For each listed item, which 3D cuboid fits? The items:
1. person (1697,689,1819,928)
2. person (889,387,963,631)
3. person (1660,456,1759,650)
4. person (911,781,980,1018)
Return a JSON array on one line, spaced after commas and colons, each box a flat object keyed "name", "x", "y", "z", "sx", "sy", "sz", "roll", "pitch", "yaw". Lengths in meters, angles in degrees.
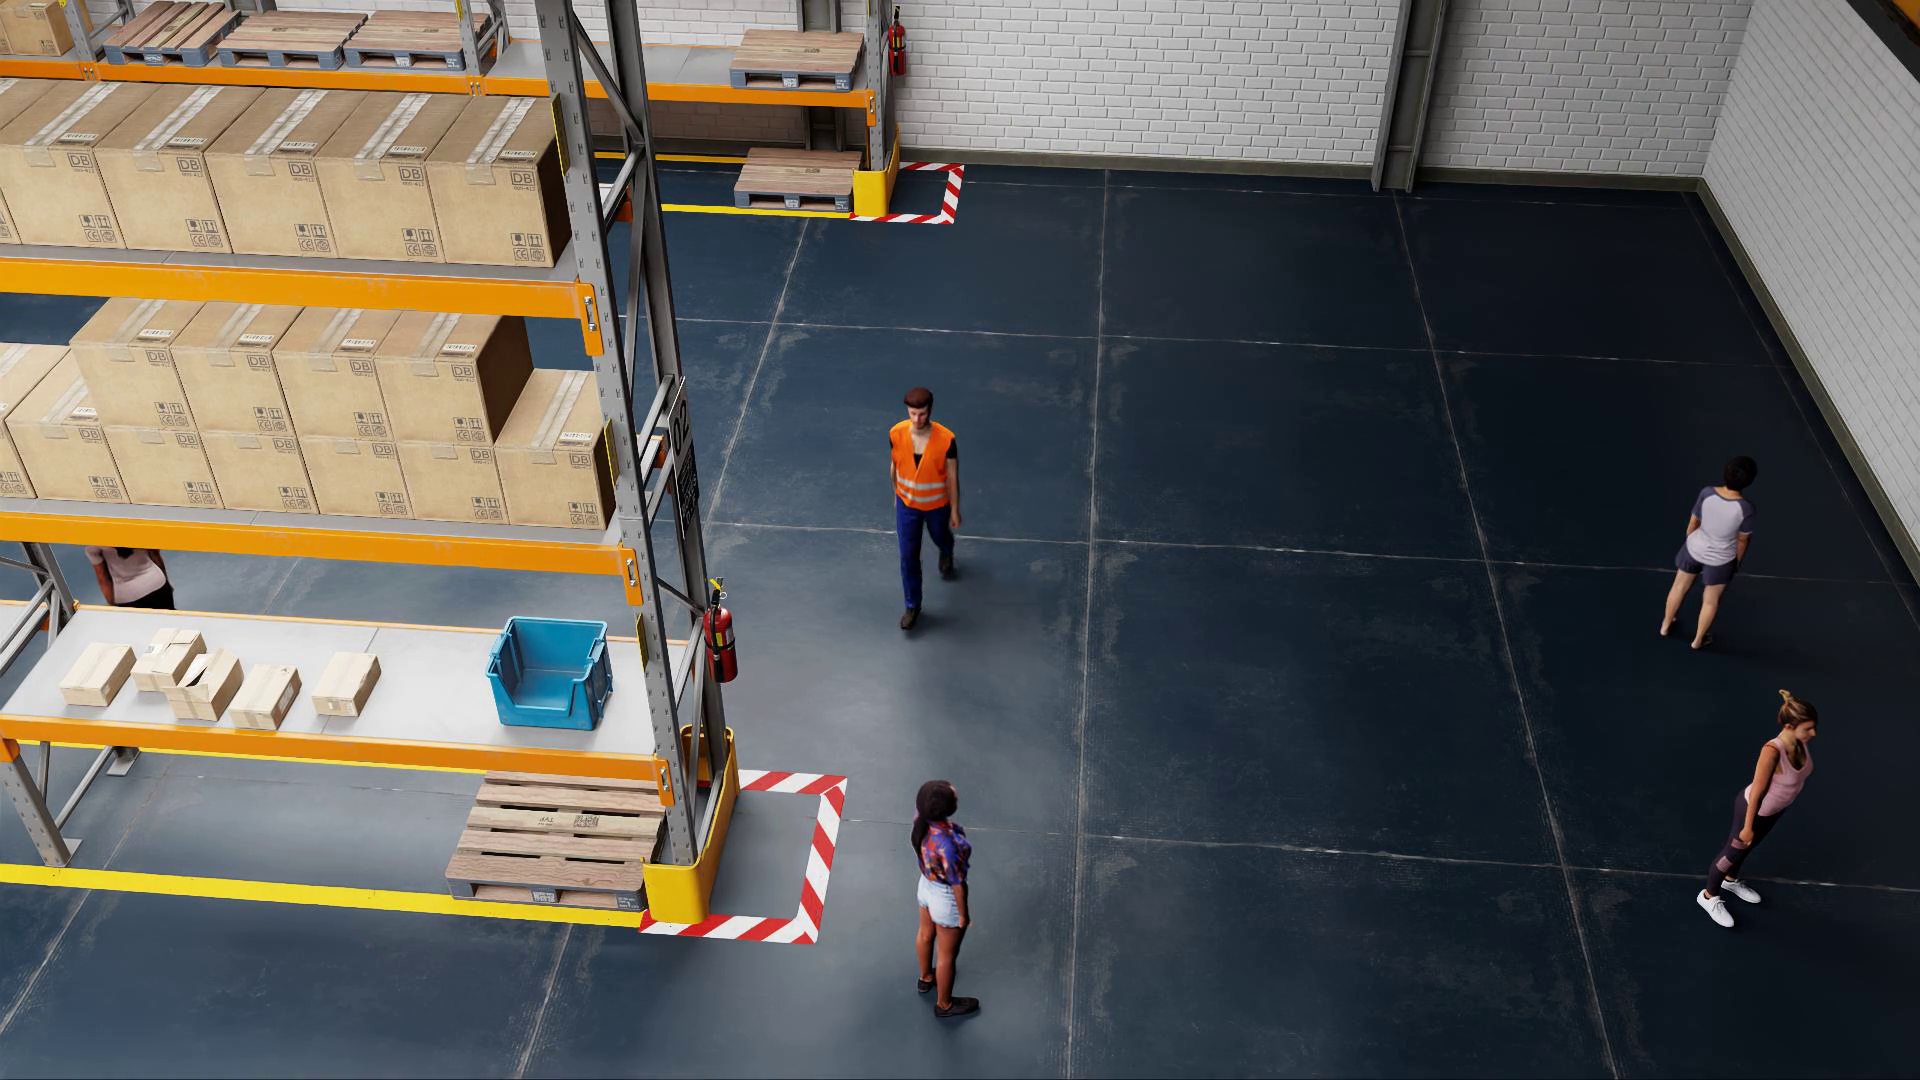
[{"name": "person", "x": 4.621, "y": 1.529, "z": 9.601, "sx": 0.660, "sy": 1.640, "sz": 0.725, "roll": -26, "pitch": 45, "yaw": -28}, {"name": "person", "x": -0.224, "y": -0.339, "z": 11.769, "sx": 1.164, "sy": 1.853, "sz": 0.864, "roll": 7, "pitch": 39, "yaw": 9}, {"name": "person", "x": 5.194, "y": 0.070, "z": 11.486, "sx": 0.630, "sy": 1.565, "sz": 0.711, "roll": 30, "pitch": 47, "yaw": 32}, {"name": "person", "x": -0.102, "y": 1.926, "z": 9.019, "sx": 0.696, "sy": 1.745, "sz": 0.672, "roll": -20, "pitch": 43, "yaw": -23}]
